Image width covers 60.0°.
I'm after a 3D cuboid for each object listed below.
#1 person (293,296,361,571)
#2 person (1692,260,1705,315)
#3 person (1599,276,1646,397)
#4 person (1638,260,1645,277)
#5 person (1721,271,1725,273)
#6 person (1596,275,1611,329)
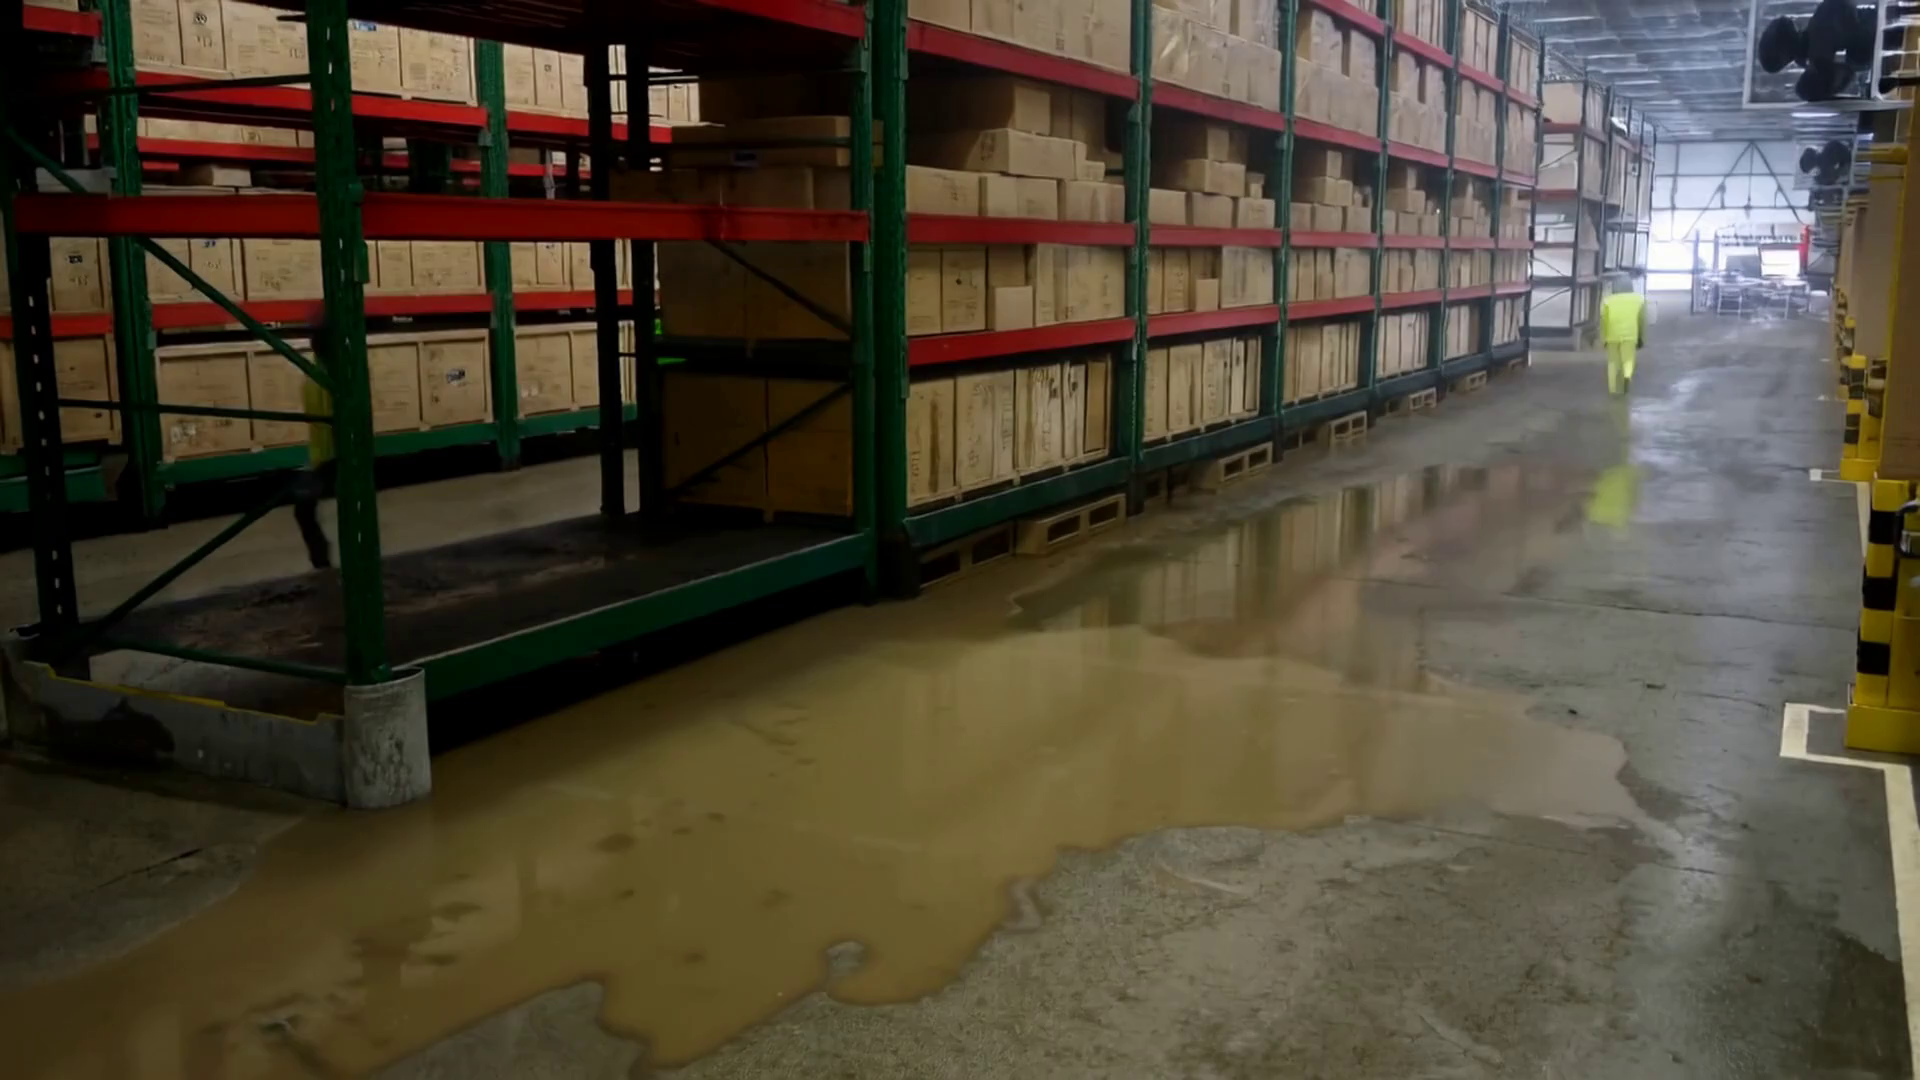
[{"bbox_3d":[-3.883,-0.529,10.216,0.560,1.914,0.683,5,11,26],"label":"person"},{"bbox_3d":[25.868,-8.835,58.233,0.372,1.936,0.627,5,11,27],"label":"person"},{"bbox_3d":[9.923,-3.033,24.947,0.644,1.828,0.573,3,10,17],"label":"person"},{"bbox_3d":[33.710,-12.977,82.195,0.372,1.940,0.627,5,11,27],"label":"person"},{"bbox_3d":[35.165,-11.914,76.129,0.565,1.915,0.624,1,10,4],"label":"person"},{"bbox_3d":[18.202,-6.718,46.934,0.380,1.613,0.556,-1,10,-8],"label":"person"}]
